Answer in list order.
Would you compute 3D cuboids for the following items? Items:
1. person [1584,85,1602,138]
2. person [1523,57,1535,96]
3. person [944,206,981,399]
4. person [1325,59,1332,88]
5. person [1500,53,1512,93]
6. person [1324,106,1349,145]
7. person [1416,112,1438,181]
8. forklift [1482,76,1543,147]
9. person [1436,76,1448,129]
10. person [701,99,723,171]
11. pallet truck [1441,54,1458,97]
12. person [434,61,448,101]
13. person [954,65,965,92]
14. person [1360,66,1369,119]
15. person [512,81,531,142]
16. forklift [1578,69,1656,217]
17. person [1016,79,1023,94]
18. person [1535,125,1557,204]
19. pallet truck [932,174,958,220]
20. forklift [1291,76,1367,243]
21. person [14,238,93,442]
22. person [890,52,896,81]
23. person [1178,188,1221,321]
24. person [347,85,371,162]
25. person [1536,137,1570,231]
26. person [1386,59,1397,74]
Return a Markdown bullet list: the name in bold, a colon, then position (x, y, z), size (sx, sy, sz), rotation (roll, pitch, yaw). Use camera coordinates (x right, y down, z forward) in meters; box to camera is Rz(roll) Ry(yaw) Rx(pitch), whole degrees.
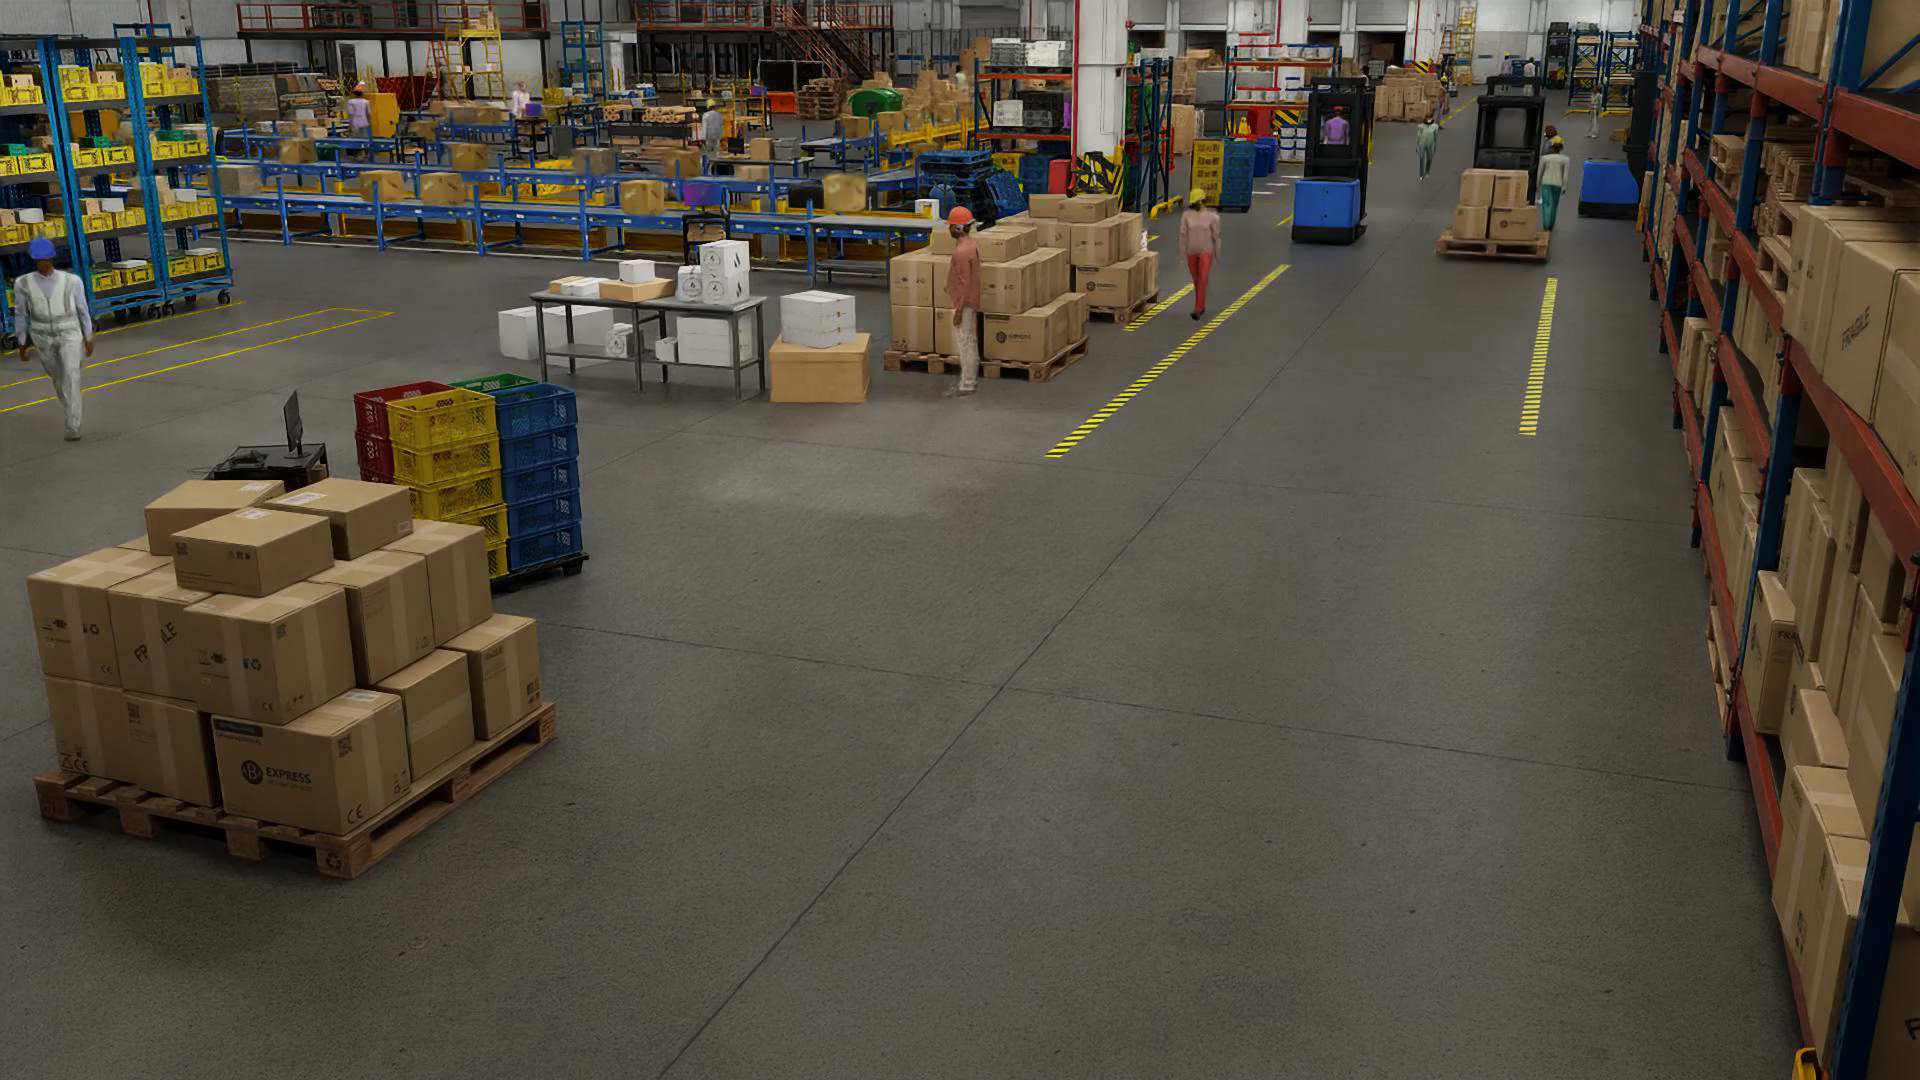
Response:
- **person**: position (20.356, -13.740, 53.346), size (0.308, 1.639, 0.510), rotation (-5, 18, -15)
- **person**: position (25.580, -20.701, 74.726), size (0.371, 1.941, 0.627), rotation (-7, 19, -22)
- **person**: position (0.024, -2.477, 17.376), size (0.396, 1.992, 0.622), rotation (3, 18, 10)
- **person**: position (17.485, -21.973, 78.863), size (0.549, 1.851, 0.404), rotation (-8, 19, -24)
- **person**: position (27.163, -23.280, 82.852), size (0.593, 1.924, 0.381), rotation (-4, 18, -13)
- **person**: position (8.577, -8.962, 37.944), size (0.552, 1.886, 1.012), rotation (6, 19, 18)
- **person**: position (11.150, -9.409, 39.766), size (0.498, 1.618, 0.395), rotation (3, 18, 9)
- **forklift**: position (9.665, -6.750, 29.363), size (1.129, 2.768, 1.873), rotation (6, 19, 19)
- **person**: position (16.568, -15.021, 57.161), size (0.312, 1.768, 0.529), rotation (8, 19, 23)
- **person**: position (-6.241, -10.096, 41.623), size (0.626, 1.796, 0.836), rotation (-12, 21, -33)
- **pallet truck**: position (22.765, -21.886, 78.355), size (0.823, 1.965, 1.885), rotation (-4, 18, -14)
- **person**: position (-22.846, -20.145, 73.171), size (0.641, 1.825, 0.526), rotation (9, 20, 27)
- **person**: position (-0.040, -17.838, 65.866), size (1.039, 1.867, 0.600), rotation (16, 24, 41)
- **person**: position (15.092, -16.712, 62.148), size (0.367, 1.967, 0.607), rotation (-2, 18, -6)
- **person**: position (-13.101, -12.833, 50.079), size (0.540, 1.887, 0.679), rotation (9, 20, 27)
- **forklift**: position (13.219, -7.740, 32.475), size (1.873, 2.768, 1.129), rotation (6, 19, 18)
- **person**: position (2.279, -17.896, 66.056), size (0.544, 1.845, 0.673), rotation (-15, 23, -39)
- **person**: position (12.344, -7.893, 34.980), size (0.285, 1.633, 0.498), rotation (0, 18, 0)
- **pallet truck**: position (-0.507, -5.292, 27.348), size (0.653, 1.274, 1.630), rotation (6, 19, 19)
- **forklift**: position (6.598, -6.755, 29.381), size (1.129, 2.768, 1.873), rotation (6, 19, 19)
- **person**: position (-8.589, -1.915, 15.792), size (0.619, 1.897, 1.023), rotation (-6, 18, -17)
- **person**: position (-3.703, -25.765, 90.956), size (0.295, 1.743, 0.493), rotation (-10, 20, -29)
- **person**: position (3.138, -3.753, 21.861), size (0.527, 1.699, 0.970), rotation (7, 19, 22)
- **person**: position (-16.077, -11.121, 44.498), size (0.662, 2.018, 0.471), rotation (-13, 22, -36)
- **person**: position (10.829, -6.486, 30.428), size (0.536, 1.724, 0.902), rotation (5, 18, 15)
- **person**: position (19.495, -20.780, 75.103), size (0.599, 1.863, 0.714), rotation (-11, 21, -32)
